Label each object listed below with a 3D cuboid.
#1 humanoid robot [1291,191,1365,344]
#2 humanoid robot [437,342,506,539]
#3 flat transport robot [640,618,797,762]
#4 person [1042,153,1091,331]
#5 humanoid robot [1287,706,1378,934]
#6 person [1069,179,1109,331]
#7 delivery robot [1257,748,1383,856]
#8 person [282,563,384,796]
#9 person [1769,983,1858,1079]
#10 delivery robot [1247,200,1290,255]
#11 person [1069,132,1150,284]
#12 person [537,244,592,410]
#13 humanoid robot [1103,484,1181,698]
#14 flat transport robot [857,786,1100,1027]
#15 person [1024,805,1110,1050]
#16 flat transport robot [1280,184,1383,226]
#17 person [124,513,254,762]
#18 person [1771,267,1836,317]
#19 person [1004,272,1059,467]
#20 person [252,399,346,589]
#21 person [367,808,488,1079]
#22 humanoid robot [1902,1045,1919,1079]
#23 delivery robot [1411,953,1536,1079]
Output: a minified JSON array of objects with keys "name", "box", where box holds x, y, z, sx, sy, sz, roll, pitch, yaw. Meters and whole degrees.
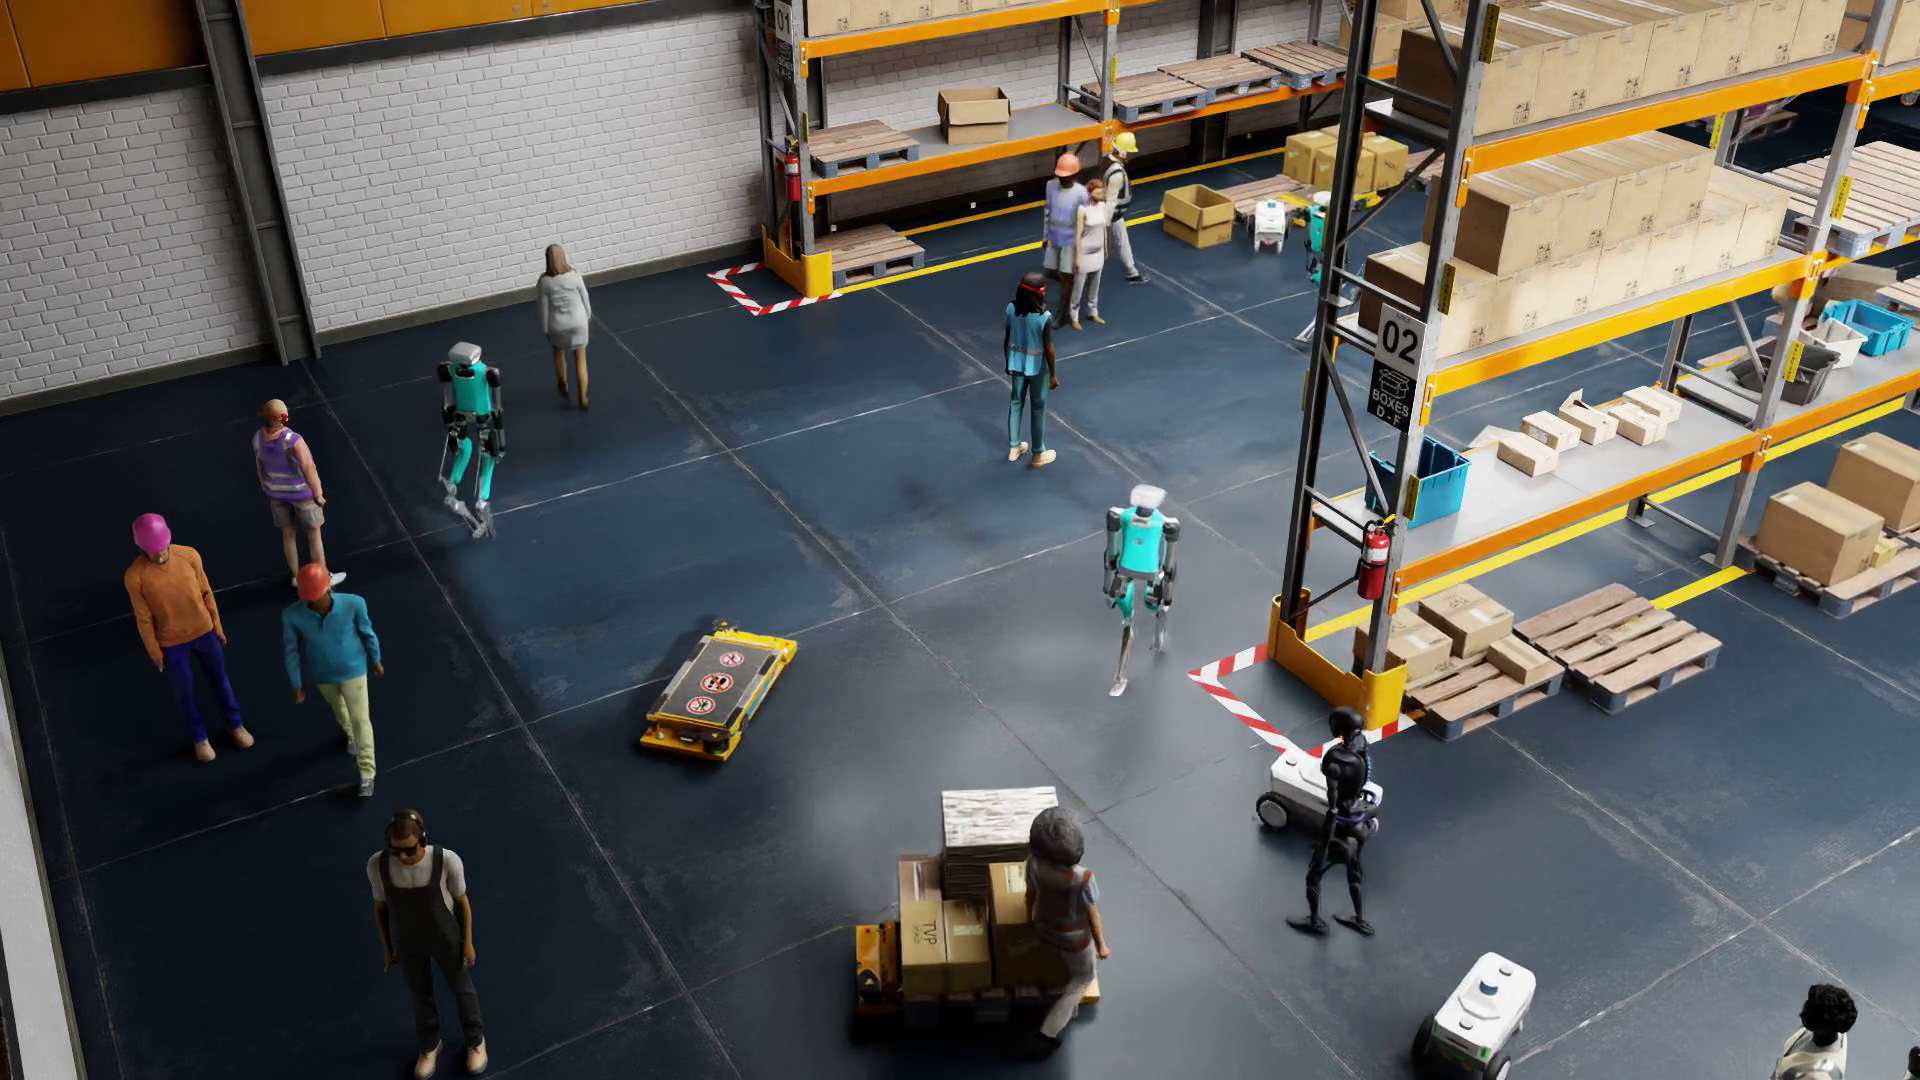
[{"name":"humanoid robot","box":[3.891,-2.825,17.216,1.046,1.720,0.541,-23,39,-32]},{"name":"humanoid robot","box":[-4.087,-0.672,13.865,0.551,1.895,0.742,5,32,8]},{"name":"flat transport robot","box":[-1.771,1.096,12.337,0.659,0.231,1.431,9,33,14]},{"name":"person","box":[1.144,-3.205,17.636,0.550,1.919,0.626,23,39,32]},{"name":"humanoid robot","box":[2.316,1.712,10.039,0.527,1.631,0.594,19,37,27]},{"name":"person","box":[1.375,-3.028,17.610,0.453,1.652,0.291,-22,38,-31]},{"name":"delivery robot","box":[2.425,1.695,11.085,0.739,0.566,0.499,23,39,32]},{"name":"person","box":[-4.251,0.896,11.304,0.592,1.699,0.901,-7,33,-10]},{"name":"person","box":[4.129,2.836,8.222,0.320,1.693,0.533,16,35,23]},{"name":"delivery robot","box":[3.691,-3.761,19.830,0.499,0.614,0.791,5,32,7]},{"name":"person","box":[1.659,-3.689,18.554,0.965,1.772,0.630,-5,32,-7]},{"name":"person","box":[-3.827,-2.116,16.170,0.500,1.636,0.724,-8,33,-12]},{"name":"humanoid robot","box":[1.386,0.260,12.339,0.545,1.818,0.883,10,33,15]},{"name":"flat transport robot","box":[0.094,2.529,10.051,1.431,0.231,0.659,-2,32,-3]},{"name":"person","box":[0.590,2.172,9.287,0.507,1.669,0.531,20,37,29]},{"name":"flat transport robot","box":[4.586,-4.260,20.877,1.431,0.231,0.659,-21,38,-29]},{"name":"person","box":[-5.340,0.655,11.442,0.516,1.973,0.400,-25,40,-34]},{"name":"person","box":[8.767,-2.852,17.238,0.371,1.739,0.590,-24,39,-33]},{"name":"person","box":[0.629,-1.541,15.037,0.545,1.865,0.377,20,37,28]},{"name":"person","box":[-5.334,-0.356,13.308,0.497,1.692,0.345,6,33,9]},{"name":"person","box":[-2.902,2.203,9.088,0.507,1.846,0.346,-4,32,-6]},{"name":"humanoid robot","box":[4.291,3.046,7.769,0.713,1.713,0.530,-9,33,-14]},{"name":"delivery robot","box":[2.949,2.738,9.467,0.511,0.613,0.785,24,39,33]}]
